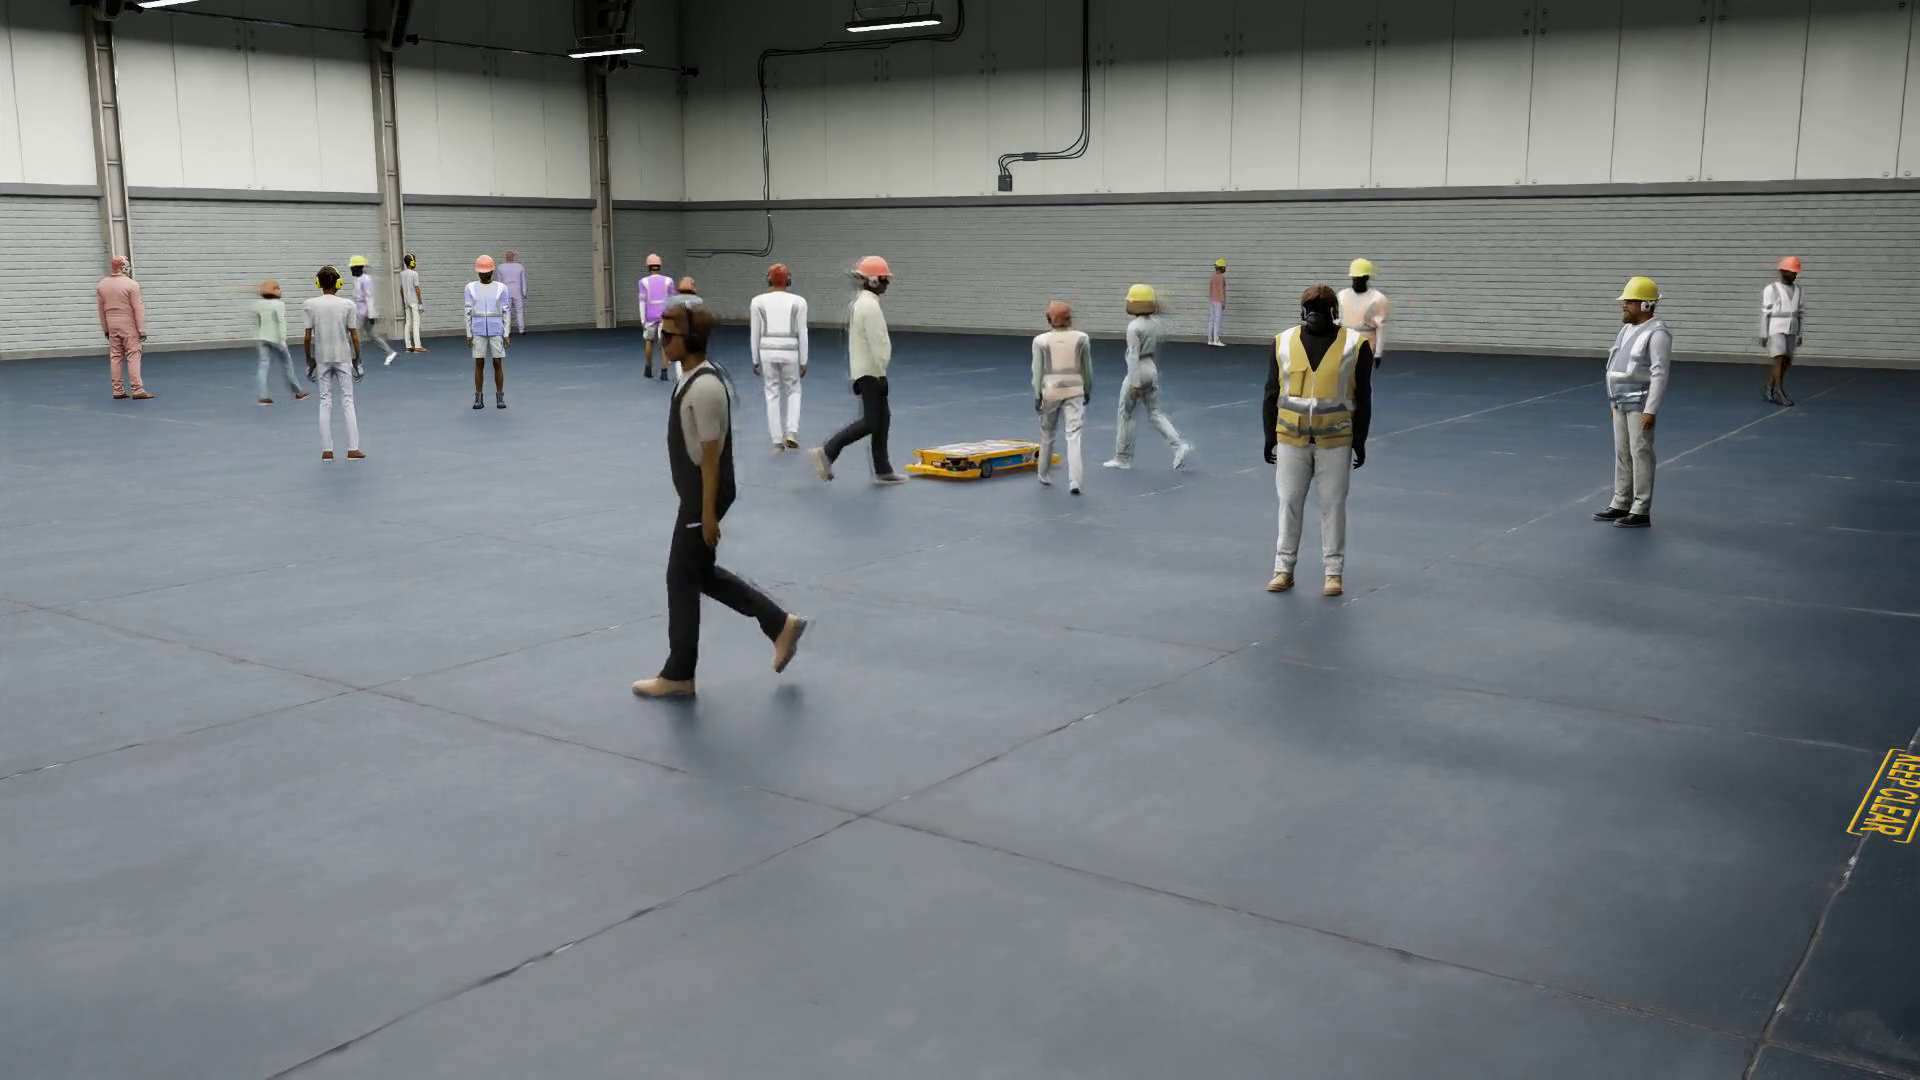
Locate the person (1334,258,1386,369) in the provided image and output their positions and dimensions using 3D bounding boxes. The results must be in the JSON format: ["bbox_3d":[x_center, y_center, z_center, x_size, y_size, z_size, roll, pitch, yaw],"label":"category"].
[{"bbox_3d":[4.273,-2.065,17.907,0.628,1.908,0.429,8,13,39],"label":"person"}]

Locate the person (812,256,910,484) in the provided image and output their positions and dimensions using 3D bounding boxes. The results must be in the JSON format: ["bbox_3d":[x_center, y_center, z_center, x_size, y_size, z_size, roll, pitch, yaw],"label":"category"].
[{"bbox_3d":[-0.848,-1.431,14.198,0.772,1.975,0.611,-1,10,-8],"label":"person"}]

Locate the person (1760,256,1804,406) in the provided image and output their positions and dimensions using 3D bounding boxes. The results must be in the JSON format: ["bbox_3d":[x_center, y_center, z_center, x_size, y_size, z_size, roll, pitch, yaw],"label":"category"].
[{"bbox_3d":[10.623,-2.703,21.490,0.554,1.916,0.780,-2,10,-10],"label":"person"}]

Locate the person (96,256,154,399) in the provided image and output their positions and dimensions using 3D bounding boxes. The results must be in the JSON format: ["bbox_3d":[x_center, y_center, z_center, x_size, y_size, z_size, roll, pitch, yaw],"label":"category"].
[{"bbox_3d":[-11.138,-2.828,22.207,0.651,1.906,0.403,3,10,14],"label":"person"}]

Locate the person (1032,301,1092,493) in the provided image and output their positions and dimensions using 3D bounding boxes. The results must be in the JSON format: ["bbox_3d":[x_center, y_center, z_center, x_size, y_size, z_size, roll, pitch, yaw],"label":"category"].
[{"bbox_3d":[0.862,-1.205,14.005,0.524,1.593,0.875,-1,10,-4],"label":"person"}]

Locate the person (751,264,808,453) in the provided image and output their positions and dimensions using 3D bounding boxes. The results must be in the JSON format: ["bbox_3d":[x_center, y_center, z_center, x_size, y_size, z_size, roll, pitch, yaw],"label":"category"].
[{"bbox_3d":[-1.794,-1.802,16.546,0.573,1.868,0.430,0,10,-2],"label":"person"}]

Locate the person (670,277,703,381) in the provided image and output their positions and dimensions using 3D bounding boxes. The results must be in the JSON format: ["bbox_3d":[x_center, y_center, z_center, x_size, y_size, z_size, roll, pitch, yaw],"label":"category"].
[{"bbox_3d":[-3.948,-3.005,24.120,0.505,1.576,0.885,1,10,3],"label":"person"}]

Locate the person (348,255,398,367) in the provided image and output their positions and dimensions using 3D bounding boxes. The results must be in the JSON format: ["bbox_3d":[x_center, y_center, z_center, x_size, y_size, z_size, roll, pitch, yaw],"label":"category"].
[{"bbox_3d":[-10.016,-3.868,28.097,0.914,1.894,0.590,-6,12,-29],"label":"person"}]

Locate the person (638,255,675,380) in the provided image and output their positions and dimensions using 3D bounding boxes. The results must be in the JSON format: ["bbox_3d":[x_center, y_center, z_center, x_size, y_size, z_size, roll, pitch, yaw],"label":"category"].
[{"bbox_3d":[-4.646,-3.406,25.493,0.570,1.891,0.957,-3,11,-16],"label":"person"}]

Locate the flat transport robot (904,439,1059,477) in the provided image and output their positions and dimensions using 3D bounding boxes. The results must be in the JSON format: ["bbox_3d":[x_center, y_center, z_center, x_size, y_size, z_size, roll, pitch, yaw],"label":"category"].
[{"bbox_3d":[0.211,-0.754,15.170,0.652,0.197,1.431,9,13,41],"label":"flat transport robot"}]

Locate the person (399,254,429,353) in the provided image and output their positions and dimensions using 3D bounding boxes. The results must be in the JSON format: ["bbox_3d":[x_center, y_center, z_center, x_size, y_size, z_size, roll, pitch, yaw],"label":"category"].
[{"bbox_3d":[-10.435,-4.507,31.712,0.513,1.872,0.328,6,12,29],"label":"person"}]

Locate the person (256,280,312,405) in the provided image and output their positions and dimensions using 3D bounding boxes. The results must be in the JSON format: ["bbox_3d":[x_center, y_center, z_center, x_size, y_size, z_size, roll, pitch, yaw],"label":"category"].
[{"bbox_3d":[-8.873,-2.574,21.633,0.530,1.587,0.831,4,11,21],"label":"person"}]

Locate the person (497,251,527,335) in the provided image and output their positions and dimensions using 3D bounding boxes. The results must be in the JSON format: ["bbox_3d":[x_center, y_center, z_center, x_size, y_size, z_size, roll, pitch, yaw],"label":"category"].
[{"bbox_3d":[-10.143,-5.588,37.668,0.651,1.906,0.401,-2,10,-14],"label":"person"}]

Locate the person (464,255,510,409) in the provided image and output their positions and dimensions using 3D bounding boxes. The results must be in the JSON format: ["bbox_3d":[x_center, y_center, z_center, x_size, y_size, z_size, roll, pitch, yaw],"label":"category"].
[{"bbox_3d":[-5.937,-2.608,20.916,0.543,1.928,0.373,-2,10,-13],"label":"person"}]

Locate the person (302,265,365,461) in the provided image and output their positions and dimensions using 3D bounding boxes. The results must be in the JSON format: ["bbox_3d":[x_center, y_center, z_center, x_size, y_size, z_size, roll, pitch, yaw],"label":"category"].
[{"bbox_3d":[-6.001,-1.690,15.938,0.538,1.869,0.313,-2,10,-11],"label":"person"}]

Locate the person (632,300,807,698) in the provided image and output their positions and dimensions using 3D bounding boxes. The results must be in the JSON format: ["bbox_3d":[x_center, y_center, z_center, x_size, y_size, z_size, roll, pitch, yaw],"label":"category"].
[{"bbox_3d":[-1.121,-0.183,7.623,0.744,1.827,0.525,-2,10,-9],"label":"person"}]

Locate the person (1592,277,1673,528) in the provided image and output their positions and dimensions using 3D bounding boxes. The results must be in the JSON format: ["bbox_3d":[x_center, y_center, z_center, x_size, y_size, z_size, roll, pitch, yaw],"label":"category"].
[{"bbox_3d":[4.947,-1.008,12.221,0.404,1.832,0.598,-1,10,-6],"label":"person"}]

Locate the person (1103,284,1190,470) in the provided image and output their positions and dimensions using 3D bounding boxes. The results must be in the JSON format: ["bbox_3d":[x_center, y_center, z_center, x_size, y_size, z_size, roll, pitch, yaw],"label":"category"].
[{"bbox_3d":[1.713,-1.486,15.228,0.770,1.714,0.485,9,14,41],"label":"person"}]

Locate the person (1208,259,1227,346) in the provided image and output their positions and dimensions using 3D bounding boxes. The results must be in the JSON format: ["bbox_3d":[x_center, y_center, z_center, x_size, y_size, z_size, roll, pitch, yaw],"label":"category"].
[{"bbox_3d":[5.238,-4.804,33.671,0.328,1.765,0.532,-3,11,-17],"label":"person"}]

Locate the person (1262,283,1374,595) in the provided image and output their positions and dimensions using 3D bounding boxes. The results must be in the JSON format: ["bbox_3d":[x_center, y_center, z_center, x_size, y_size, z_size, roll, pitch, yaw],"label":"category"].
[{"bbox_3d":[2.103,-0.593,9.868,0.633,1.842,0.429,4,11,20],"label":"person"}]
